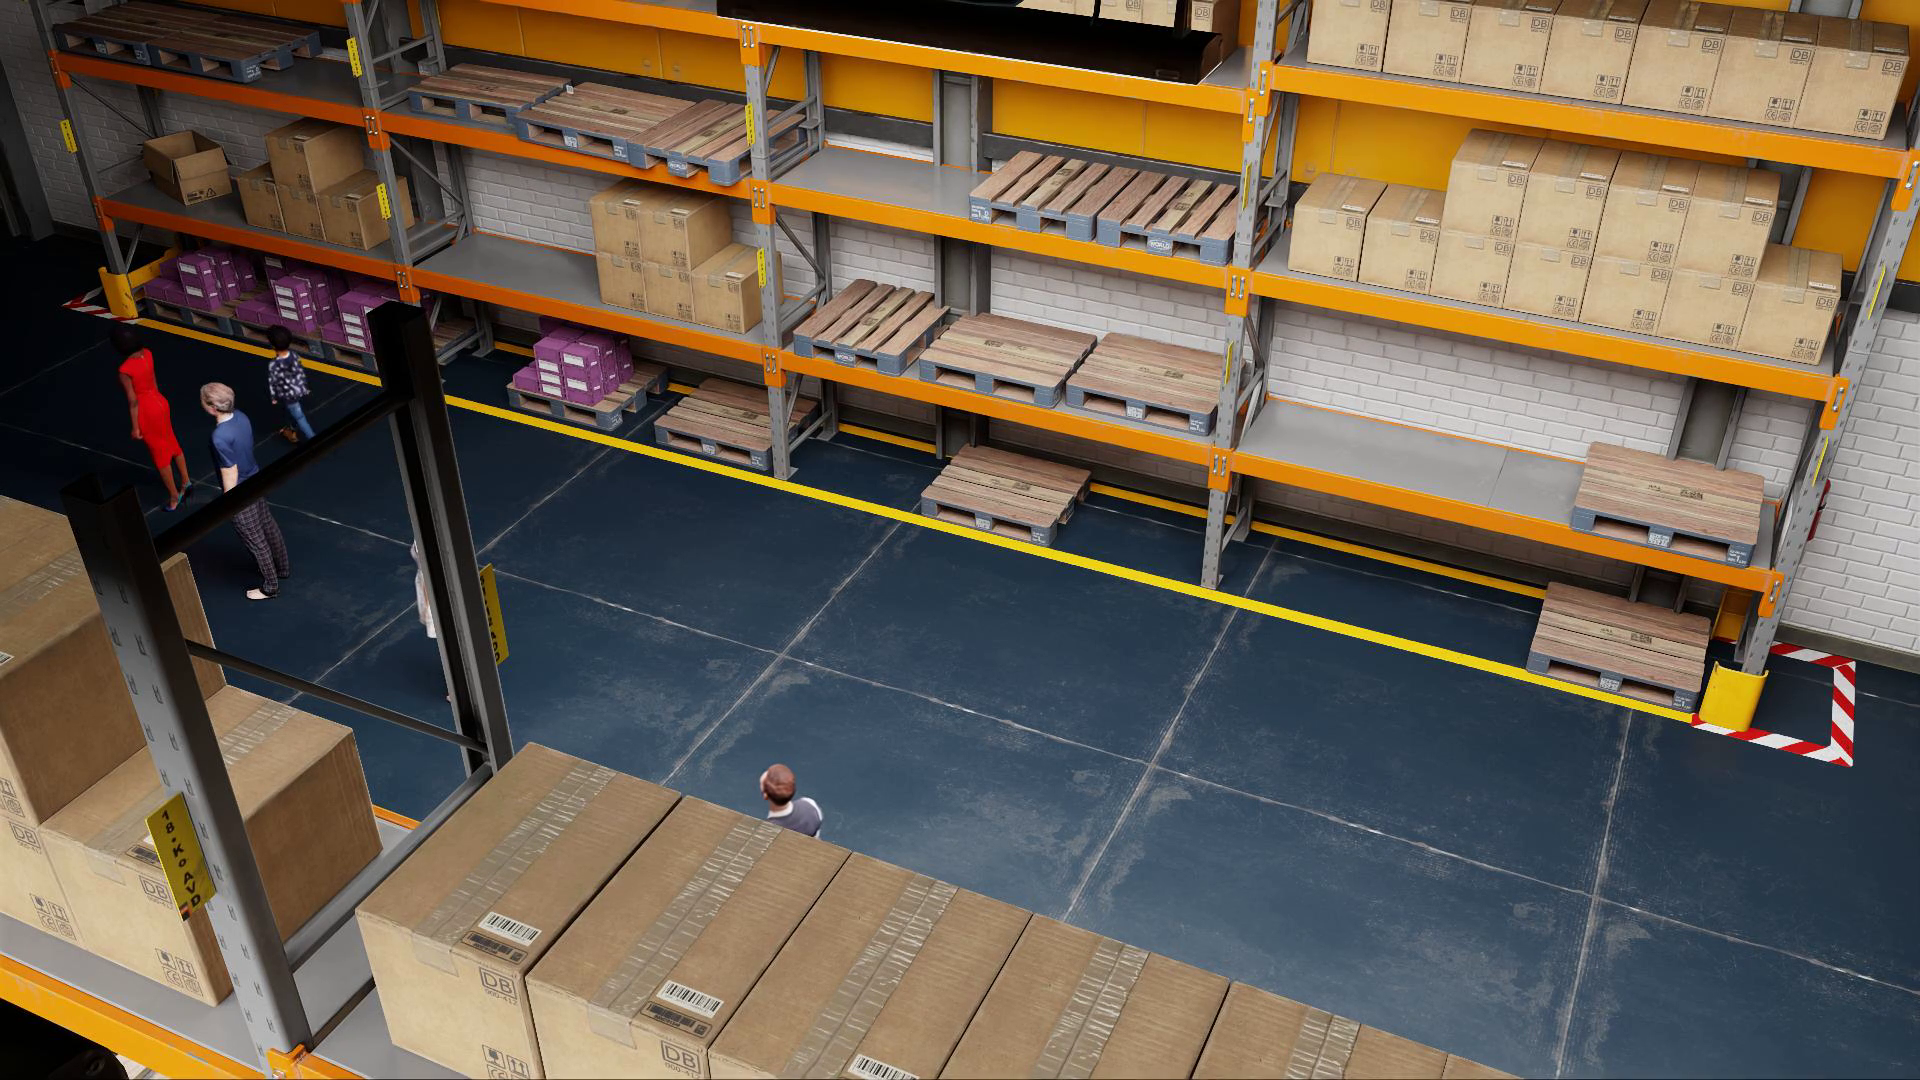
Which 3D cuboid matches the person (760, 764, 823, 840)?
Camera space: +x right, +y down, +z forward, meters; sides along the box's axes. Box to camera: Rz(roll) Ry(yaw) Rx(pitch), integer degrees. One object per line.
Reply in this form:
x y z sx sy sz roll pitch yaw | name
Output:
-0.953 2.005 9.317 0.662 1.937 0.716 25 41 33 | person

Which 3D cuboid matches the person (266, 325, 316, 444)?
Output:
-6.002 -1.330 14.978 0.840 1.224 0.538 18 38 25 | person

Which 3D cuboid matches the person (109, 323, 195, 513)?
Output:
-6.834 -1.040 14.071 0.590 1.746 0.623 5 34 7 | person

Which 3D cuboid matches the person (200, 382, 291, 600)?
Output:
-5.595 -0.401 12.997 0.696 1.871 0.732 1 34 1 | person
